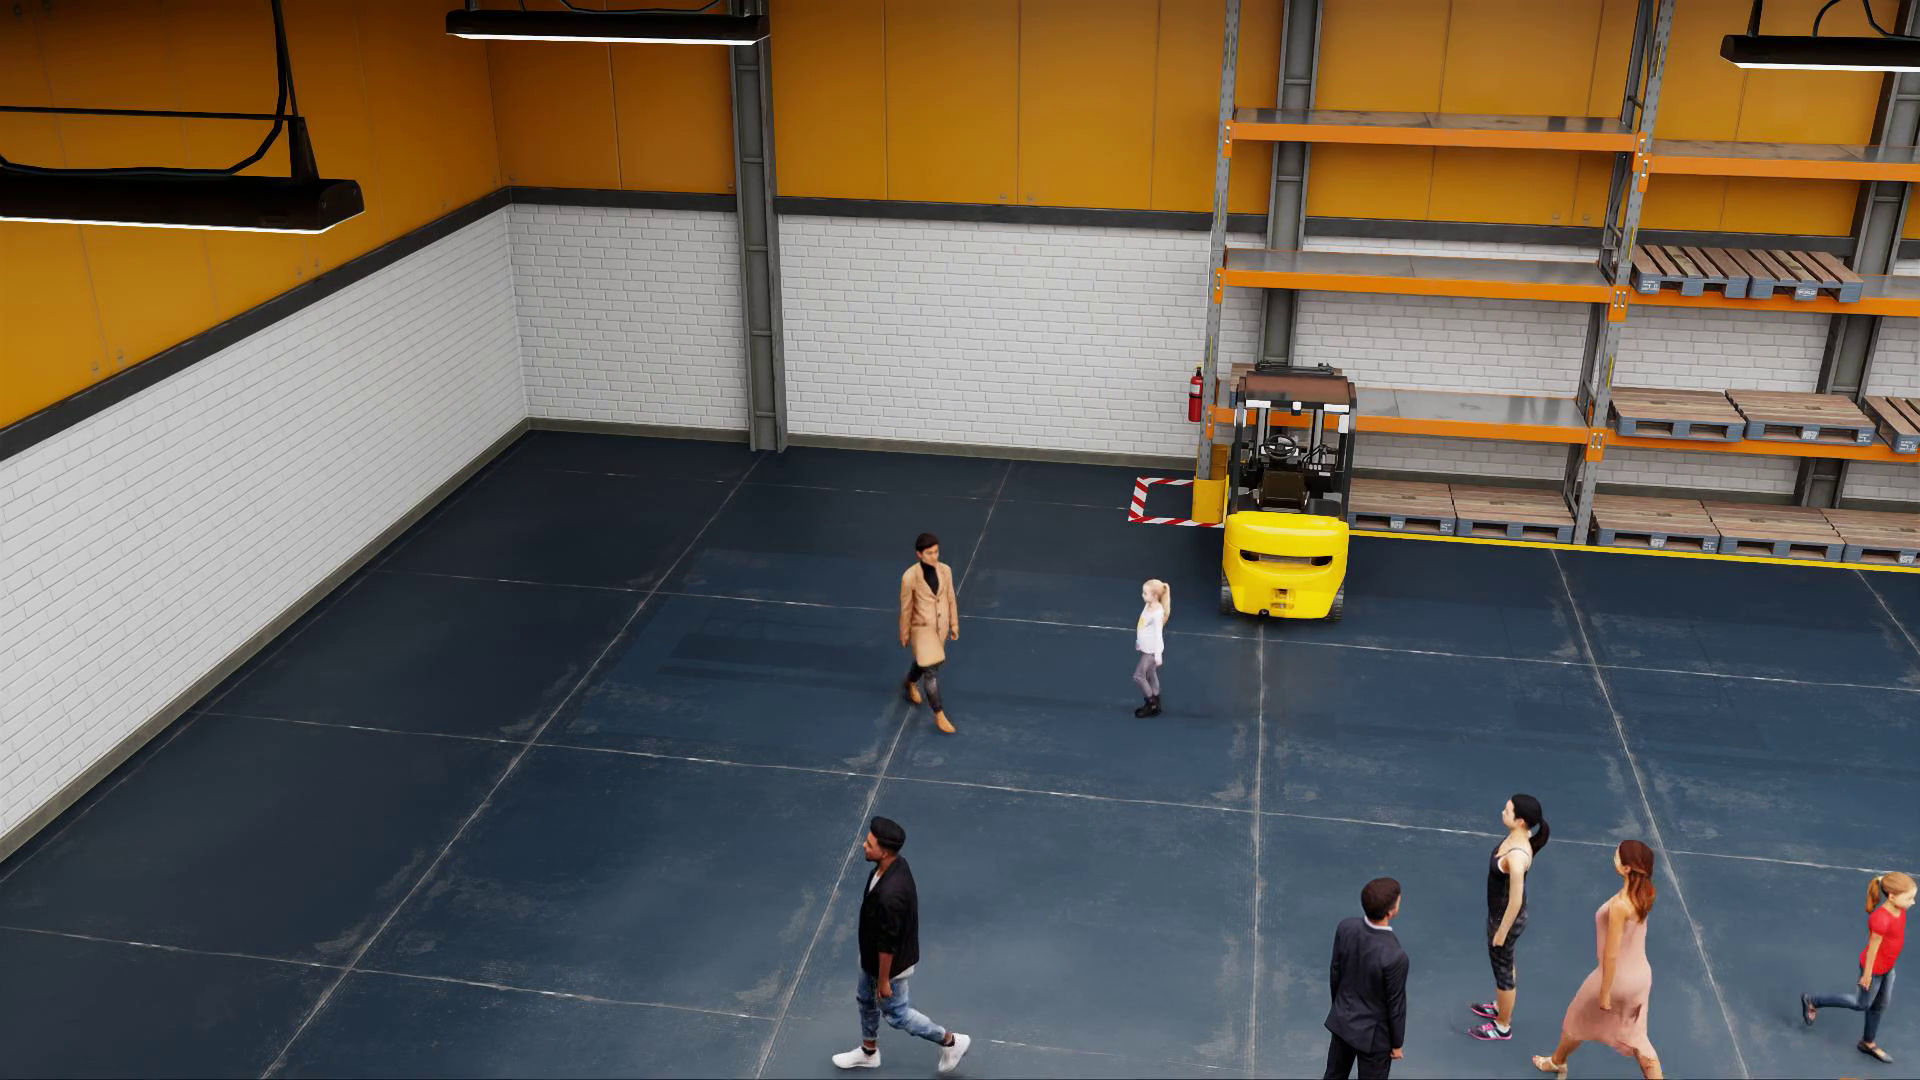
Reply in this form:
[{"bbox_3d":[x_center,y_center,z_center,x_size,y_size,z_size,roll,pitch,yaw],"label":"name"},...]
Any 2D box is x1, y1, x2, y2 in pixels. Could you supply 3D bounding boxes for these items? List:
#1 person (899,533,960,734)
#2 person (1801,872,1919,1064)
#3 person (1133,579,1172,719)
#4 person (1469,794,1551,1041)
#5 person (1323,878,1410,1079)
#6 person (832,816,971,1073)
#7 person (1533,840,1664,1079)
[{"bbox_3d":[-0.309,0.709,14.040,1.112,1.698,1.171,-15,28,-31],"label":"person"},{"bbox_3d":[5.581,2.587,10.247,0.769,1.295,0.850,-18,29,-35],"label":"person"},{"bbox_3d":[1.682,0.920,14.094,0.574,1.269,0.542,-1,24,-3],"label":"person"},{"bbox_3d":[3.399,2.330,10.295,0.582,1.729,0.608,8,25,18],"label":"person"},{"bbox_3d":[2.260,2.694,9.288,0.797,1.868,0.723,-19,30,-36],"label":"person"},{"bbox_3d":[-0.341,2.465,9.918,1.147,1.783,0.858,-1,24,-2],"label":"person"},{"bbox_3d":[3.909,2.593,9.612,1.009,1.793,1.068,-18,29,-35],"label":"person"}]
